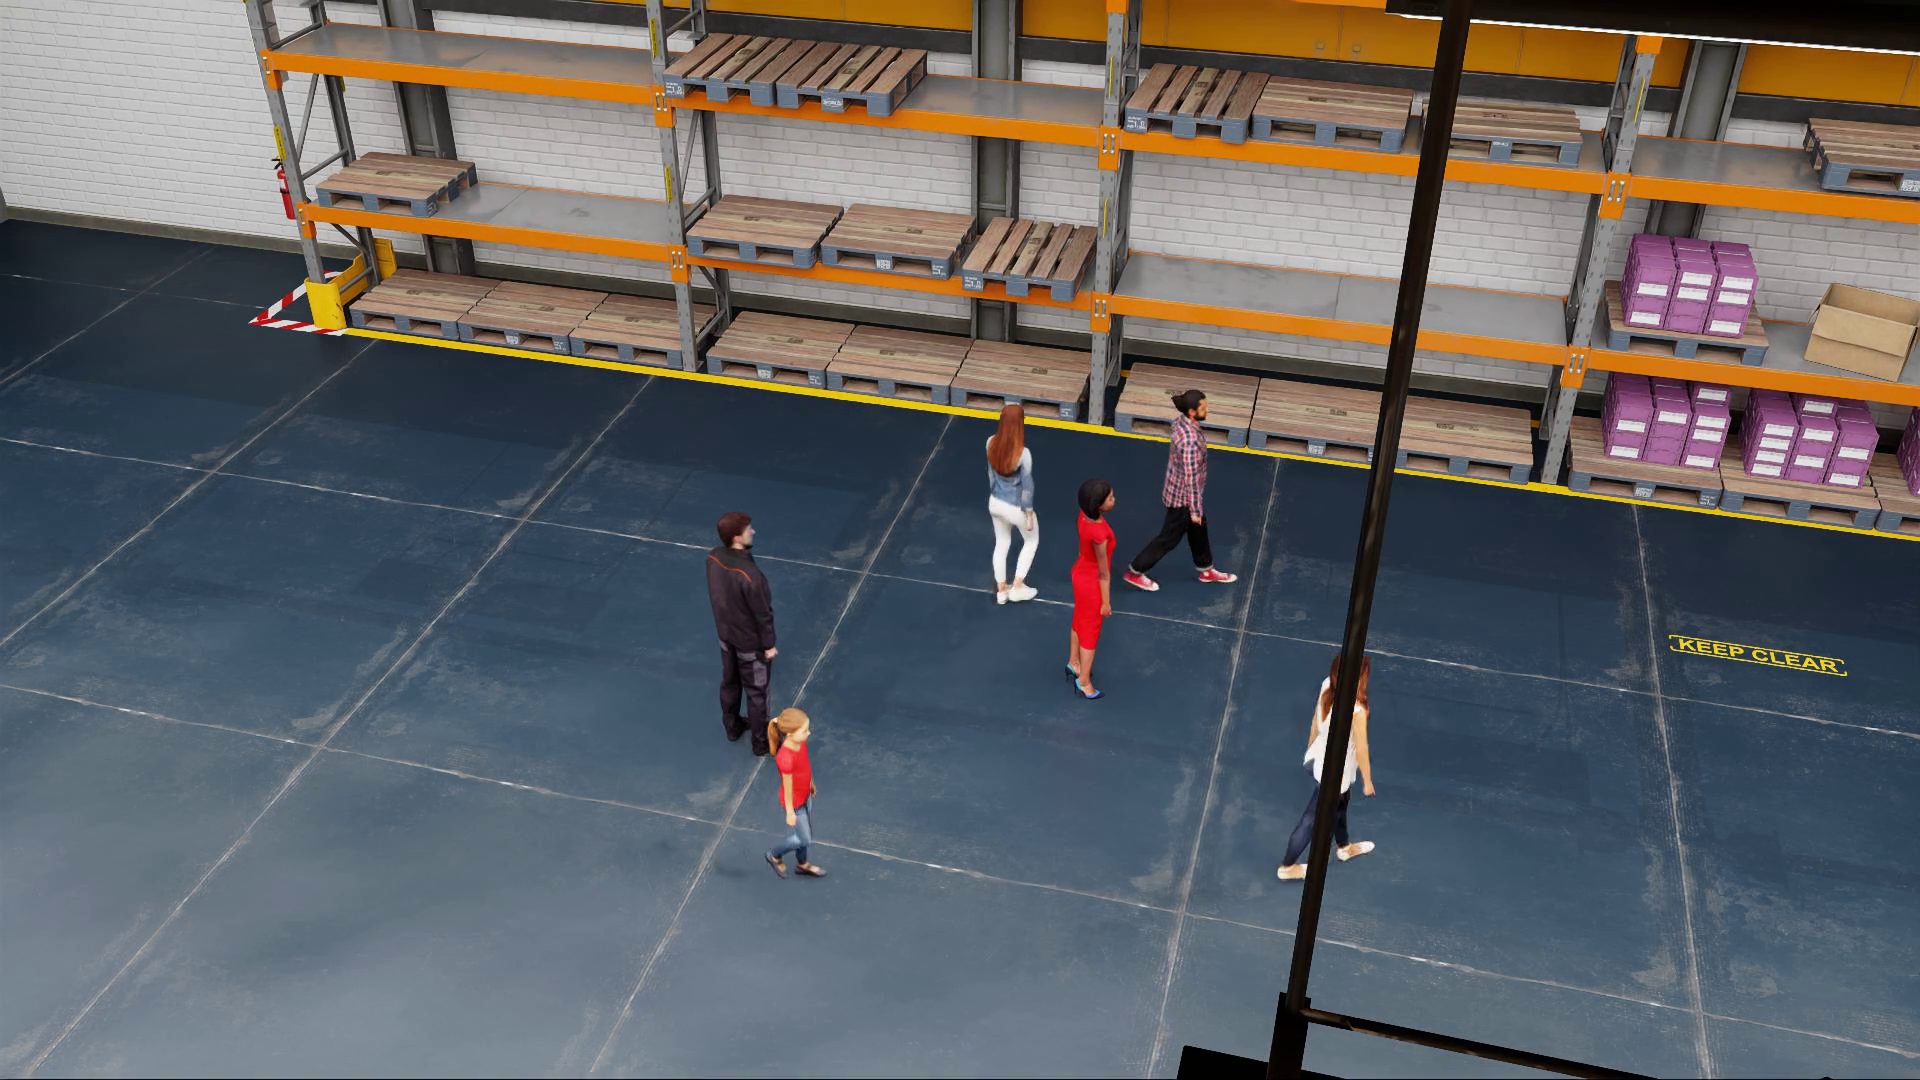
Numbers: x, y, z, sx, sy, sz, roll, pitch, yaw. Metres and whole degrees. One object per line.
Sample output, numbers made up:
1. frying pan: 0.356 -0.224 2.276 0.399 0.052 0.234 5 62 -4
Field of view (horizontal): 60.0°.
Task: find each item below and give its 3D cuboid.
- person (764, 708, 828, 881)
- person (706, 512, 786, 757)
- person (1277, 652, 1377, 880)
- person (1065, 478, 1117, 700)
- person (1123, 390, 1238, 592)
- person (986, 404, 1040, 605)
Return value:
1. person: -1.055 1.560 10.147 0.590 1.305 0.499 8 34 11
2. person: -1.446 0.620 11.078 0.701 1.839 0.857 27 42 34
3. person: 2.135 1.402 9.978 1.024 1.756 0.882 -9 35 -13
4. person: 0.908 0.329 11.603 0.655 1.743 0.650 -8 34 -11
5. person: 1.624 -0.346 12.623 1.192 1.738 0.859 2 34 4
6. person: 0.331 -0.213 12.464 0.652 1.694 0.781 27 42 34
